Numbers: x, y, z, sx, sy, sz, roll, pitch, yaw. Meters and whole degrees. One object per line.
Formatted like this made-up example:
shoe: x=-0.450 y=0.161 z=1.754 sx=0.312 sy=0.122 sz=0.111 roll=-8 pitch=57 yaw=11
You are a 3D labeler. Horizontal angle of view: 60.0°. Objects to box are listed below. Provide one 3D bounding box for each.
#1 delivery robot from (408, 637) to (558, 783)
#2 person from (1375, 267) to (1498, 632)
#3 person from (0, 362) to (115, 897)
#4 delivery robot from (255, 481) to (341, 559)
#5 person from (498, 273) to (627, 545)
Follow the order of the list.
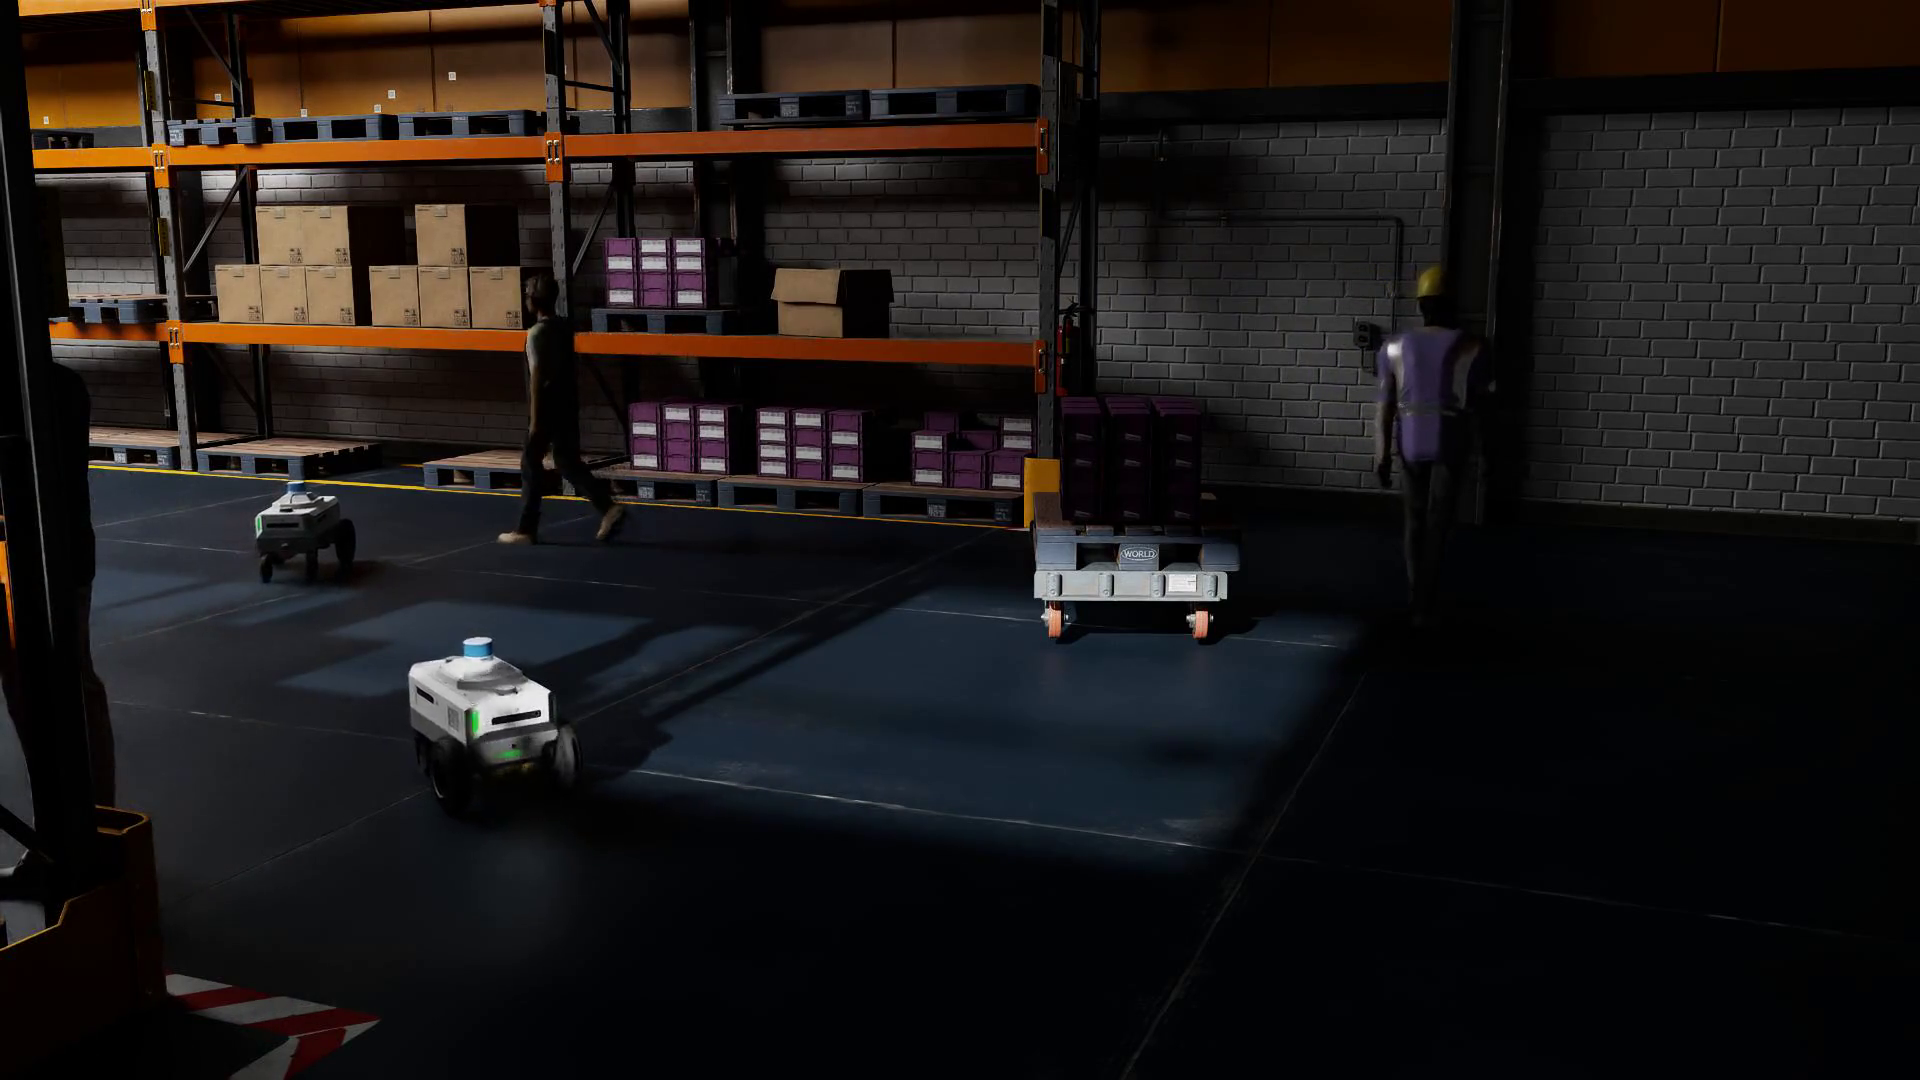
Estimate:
delivery robot: x=-1.775 y=0.604 z=6.162 sx=0.477 sy=0.478 sz=0.707 roll=-8 pitch=12 yaw=-36
person: x=2.548 y=-0.497 z=8.875 sx=0.599 sy=1.880 sz=0.939 roll=6 pitch=12 yaw=30
person: x=-2.906 y=0.107 z=5.193 sx=0.381 sy=1.994 sz=0.613 roll=-1 pitch=10 yaw=-4
delivery robot: x=-4.053 y=-0.119 z=10.201 sx=0.477 sy=0.478 sz=0.707 roll=-1 pitch=10 yaw=-6
person: x=-2.673 y=-0.851 z=11.029 sx=0.841 sy=1.821 sz=0.523 roll=3 pitch=11 yaw=16
